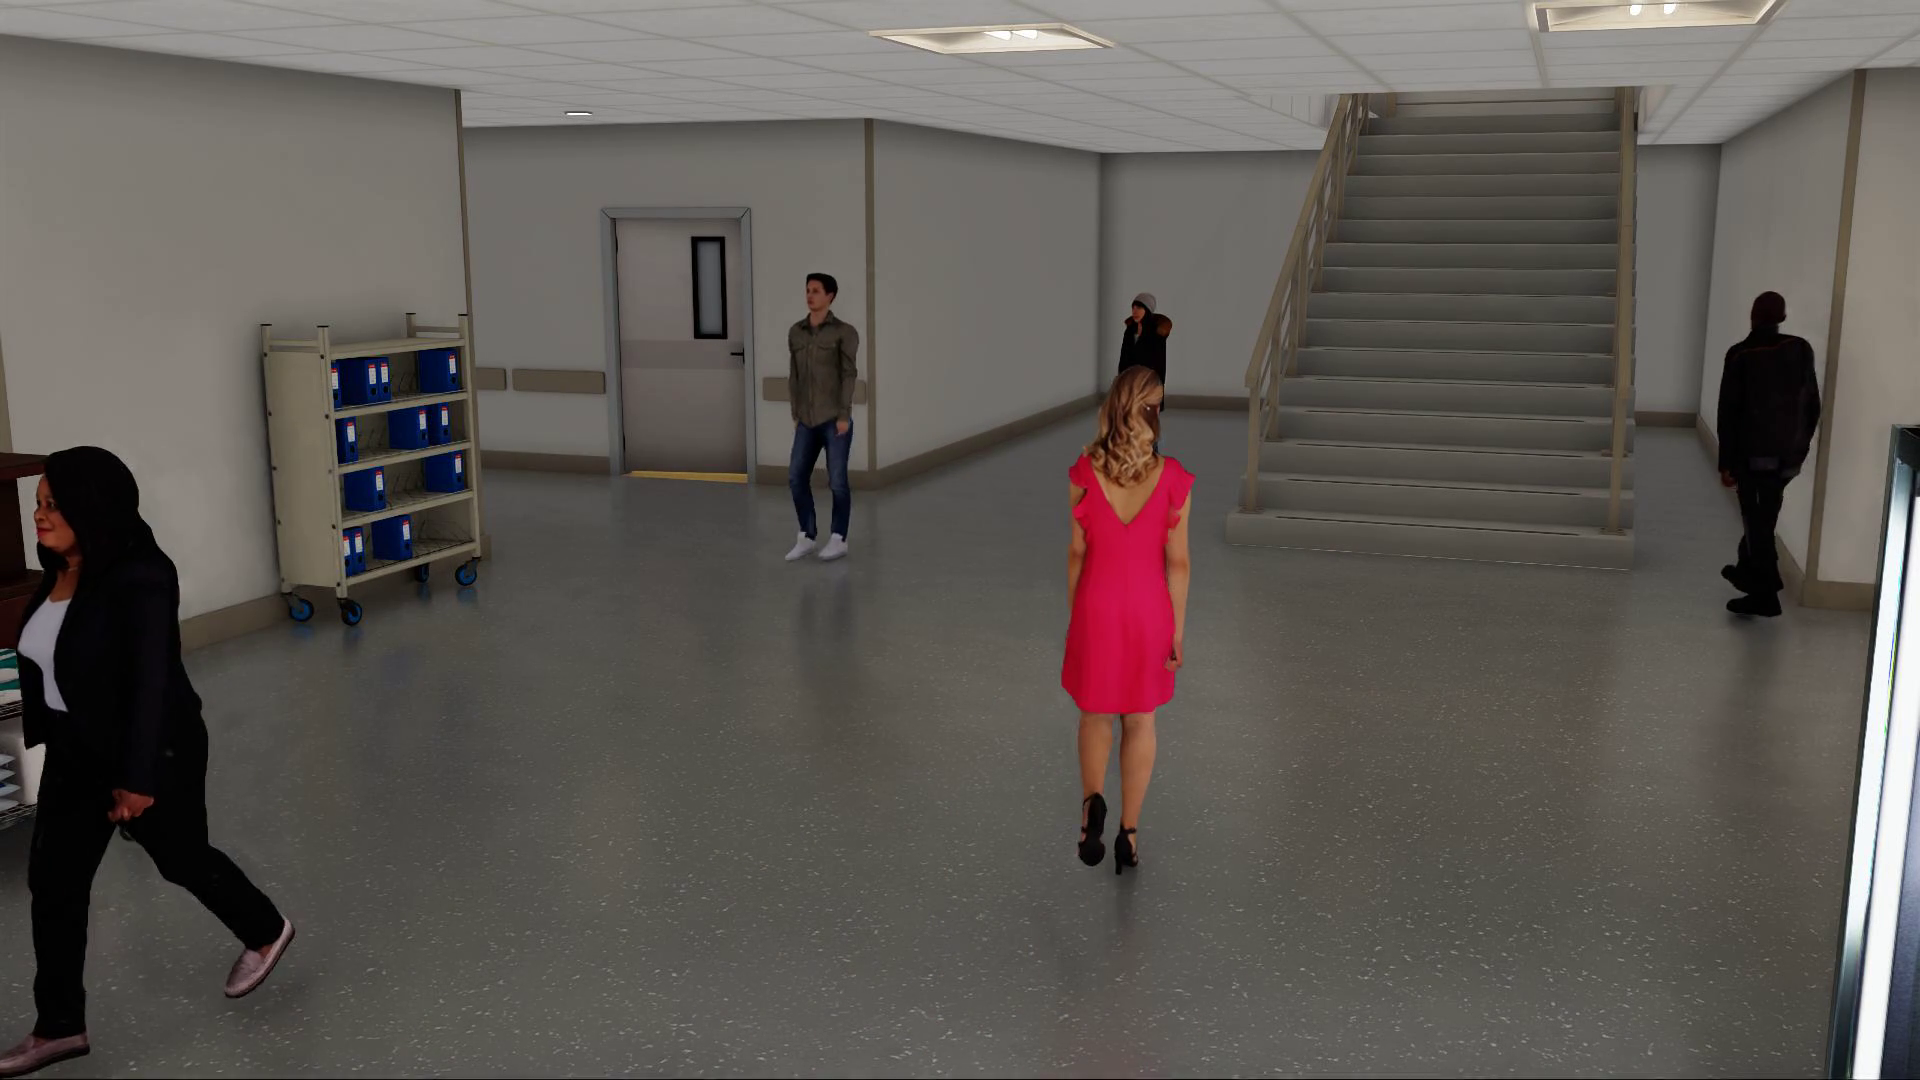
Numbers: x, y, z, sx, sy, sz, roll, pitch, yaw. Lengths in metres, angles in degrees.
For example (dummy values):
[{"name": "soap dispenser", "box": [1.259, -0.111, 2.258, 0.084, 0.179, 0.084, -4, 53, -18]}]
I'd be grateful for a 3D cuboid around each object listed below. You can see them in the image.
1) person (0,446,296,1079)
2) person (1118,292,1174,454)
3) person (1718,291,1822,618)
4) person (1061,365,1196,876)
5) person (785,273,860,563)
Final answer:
[{"name": "person", "box": [-2.128, 0.558, 4.389, 0.683, 1.583, 1.093, 5, 12, 23]}, {"name": "person", "box": [1.454, -1.165, 13.331, 0.722, 1.634, 0.736, 10, 14, 41]}, {"name": "person", "box": [4.538, -0.452, 9.220, 0.983, 1.765, 1.223, -1, 11, -6]}, {"name": "person", "box": [0.517, 0.300, 5.399, 0.671, 1.712, 0.865, 2, 11, 11]}, {"name": "person", "box": [-0.823, -0.788, 10.772, 0.723, 1.848, 0.709, 5, 12, 25]}]
